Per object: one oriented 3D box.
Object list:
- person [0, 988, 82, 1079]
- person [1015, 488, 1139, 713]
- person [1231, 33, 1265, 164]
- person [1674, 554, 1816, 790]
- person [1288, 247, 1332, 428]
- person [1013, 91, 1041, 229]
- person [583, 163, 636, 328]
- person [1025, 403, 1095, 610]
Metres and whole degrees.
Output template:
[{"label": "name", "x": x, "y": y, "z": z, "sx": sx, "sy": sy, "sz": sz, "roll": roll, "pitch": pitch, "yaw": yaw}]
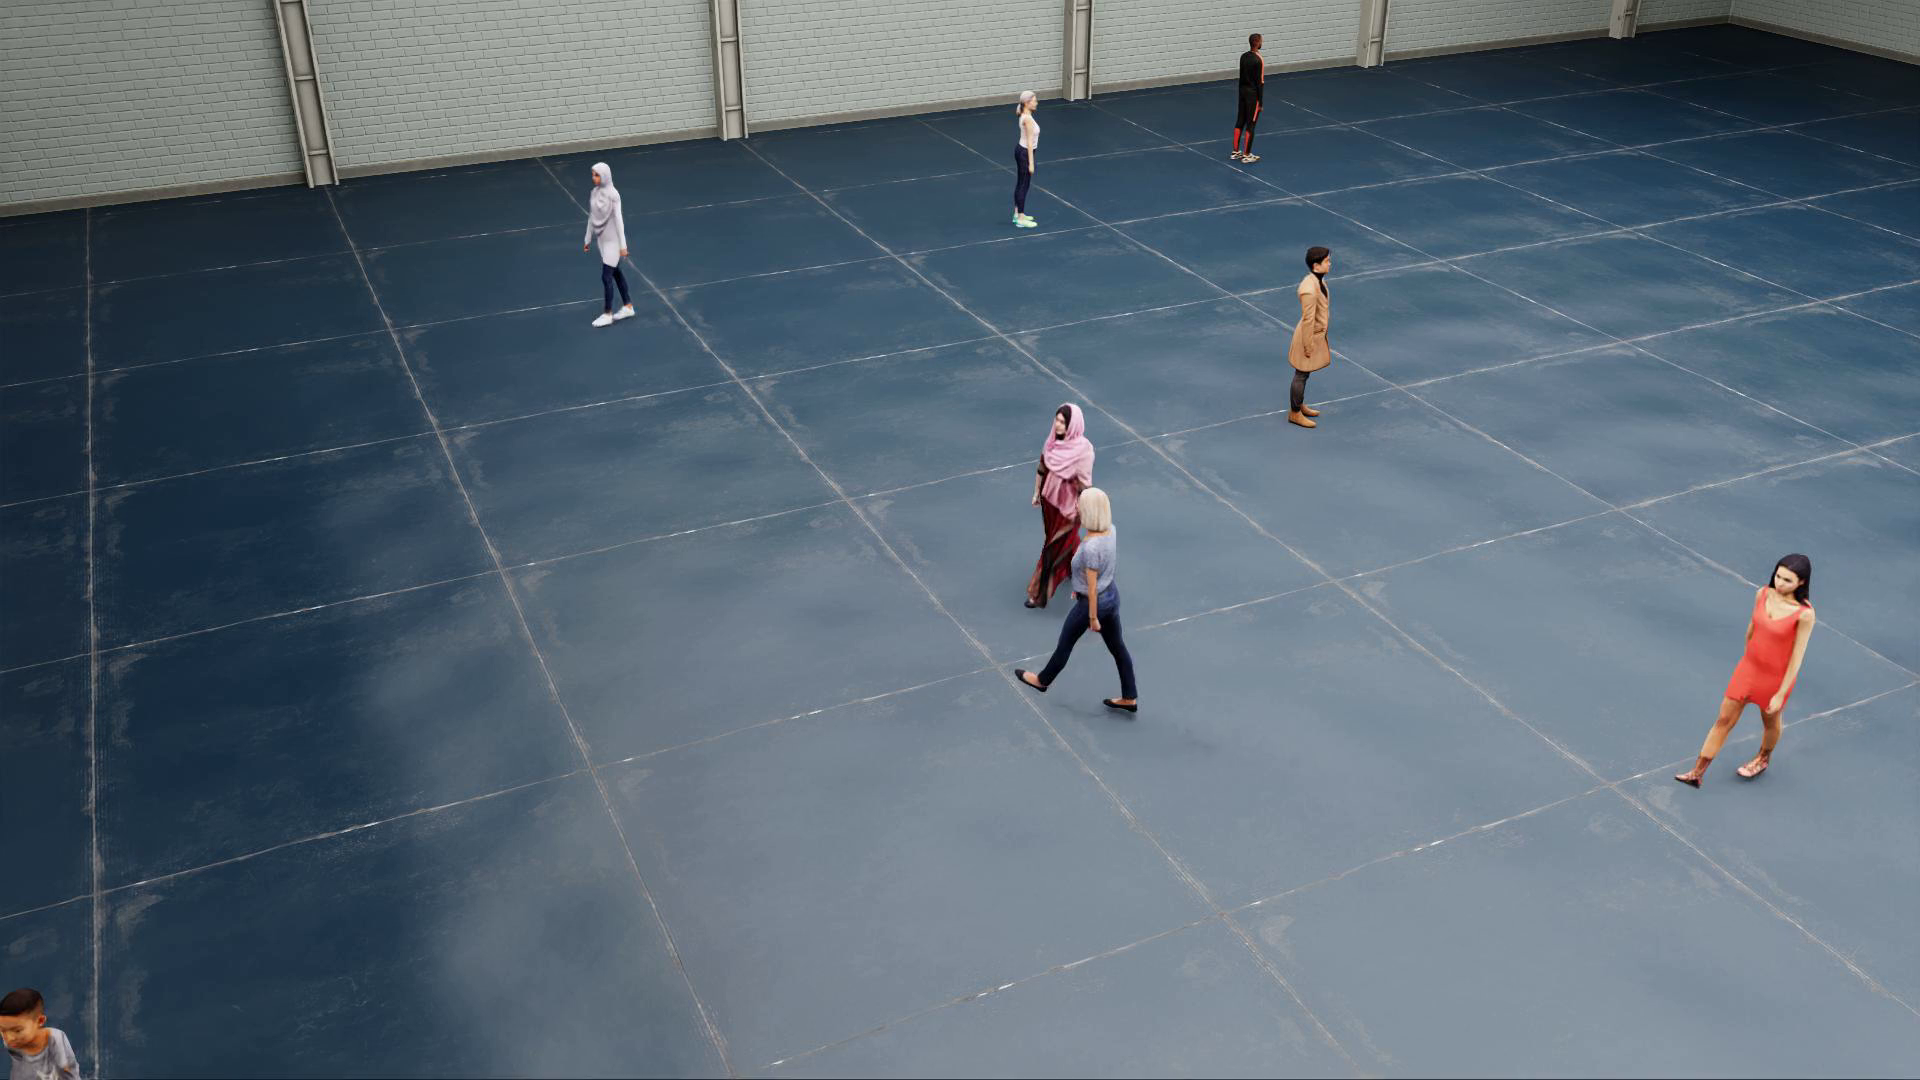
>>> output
[{"label": "person", "x": -4.089, "y": 2.543, "z": 7.616, "sx": 1.006, "sy": 1.425, "sz": 0.854, "roll": -2, "pitch": 28, "yaw": -4}, {"label": "person", "x": 1.012, "y": 0.453, "z": 11.278, "sx": 1.069, "sy": 1.671, "sz": 1.099, "roll": 14, "pitch": 31, "yaw": 25}, {"label": "person", "x": 4.168, "y": -6.377, "z": 23.961, "sx": 0.583, "sy": 1.807, "sz": 0.647, "roll": -18, "pitch": 33, "yaw": -31}, {"label": "person", "x": 5.164, "y": 0.842, "z": 10.540, "sx": 1.107, "sy": 1.679, "sz": 0.702, "roll": -17, "pitch": 32, "yaw": -28}, {"label": "person", "x": 3.293, "y": -1.940, "z": 15.716, "sx": 0.816, "sy": 1.725, "sz": 0.760, "roll": 9, "pitch": 29, "yaw": 16}, {"label": "person", "x": 0.829, "y": -4.880, "z": 21.260, "sx": 0.639, "sy": 1.702, "sz": 0.666, "roll": -3, "pitch": 28, "yaw": -6}, {"label": "person", "x": -3.746, "y": -3.246, "z": 18.132, "sx": 0.922, "sy": 1.758, "sz": 0.773, "roll": -23, "pitch": 36, "yaw": -36}, {"label": "person", "x": 0.846, "y": -0.311, "z": 12.790, "sx": 1.110, "sy": 1.601, "sz": 0.805, "roll": -21, "pitch": 35, "yaw": -34}]
